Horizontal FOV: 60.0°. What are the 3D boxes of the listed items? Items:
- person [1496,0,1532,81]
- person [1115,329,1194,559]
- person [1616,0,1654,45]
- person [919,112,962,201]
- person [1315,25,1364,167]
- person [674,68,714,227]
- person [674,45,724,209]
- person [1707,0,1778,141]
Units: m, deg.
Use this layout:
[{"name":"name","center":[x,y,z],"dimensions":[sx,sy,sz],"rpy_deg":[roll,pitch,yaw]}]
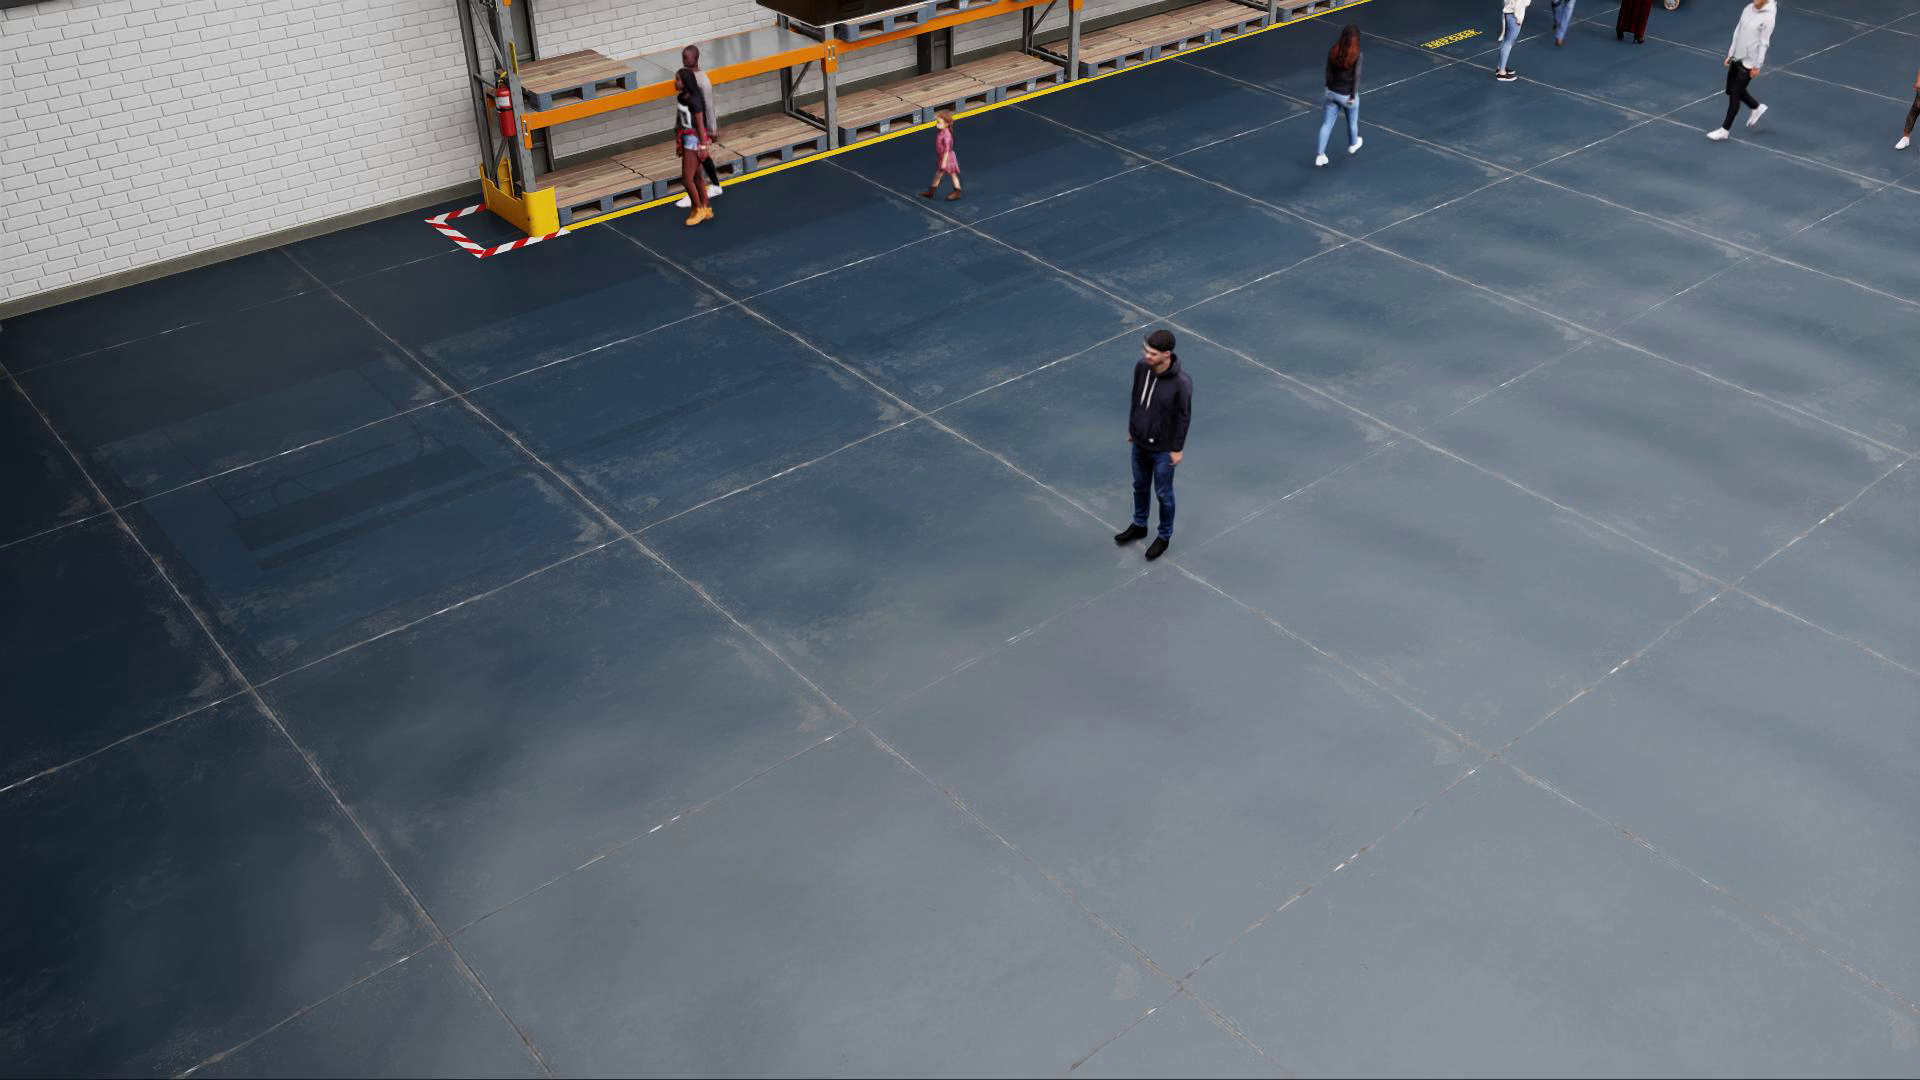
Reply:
[{"name":"person","center":[7.335,-6.960,21.996],"dimensions":[0.760,1.692,0.688],"rpy_deg":[5,34,7]},{"name":"person","center":[1.482,-0.755,12.483],"dimensions":[0.572,1.889,0.678],"rpy_deg":[-28,43,-35]},{"name":"person","center":[9.572,-7.880,23.322],"dimensions":[0.600,1.757,0.664],"rpy_deg":[-28,42,-35]},{"name":"person","center":[-0.106,-4.282,18.591],"dimensions":[0.754,1.001,0.559],"rpy_deg":[-13,36,-18]},{"name":"person","center":[4.391,-5.125,19.327],"dimensions":[0.820,1.591,1.171],"rpy_deg":[22,39,29]},{"name":"person","center":[-2.788,-4.232,17.877],"dimensions":[0.651,1.710,0.634],"rpy_deg":[-20,39,-27]},{"name":"person","center":[-2.820,-4.601,18.398],"dimensions":[0.698,1.746,0.978],"rpy_deg":[28,43,35]},{"name":"person","center":[9.556,-5.775,20.020],"dimensions":[1.163,1.905,0.971],"rpy_deg":[-8,34,-12]}]
